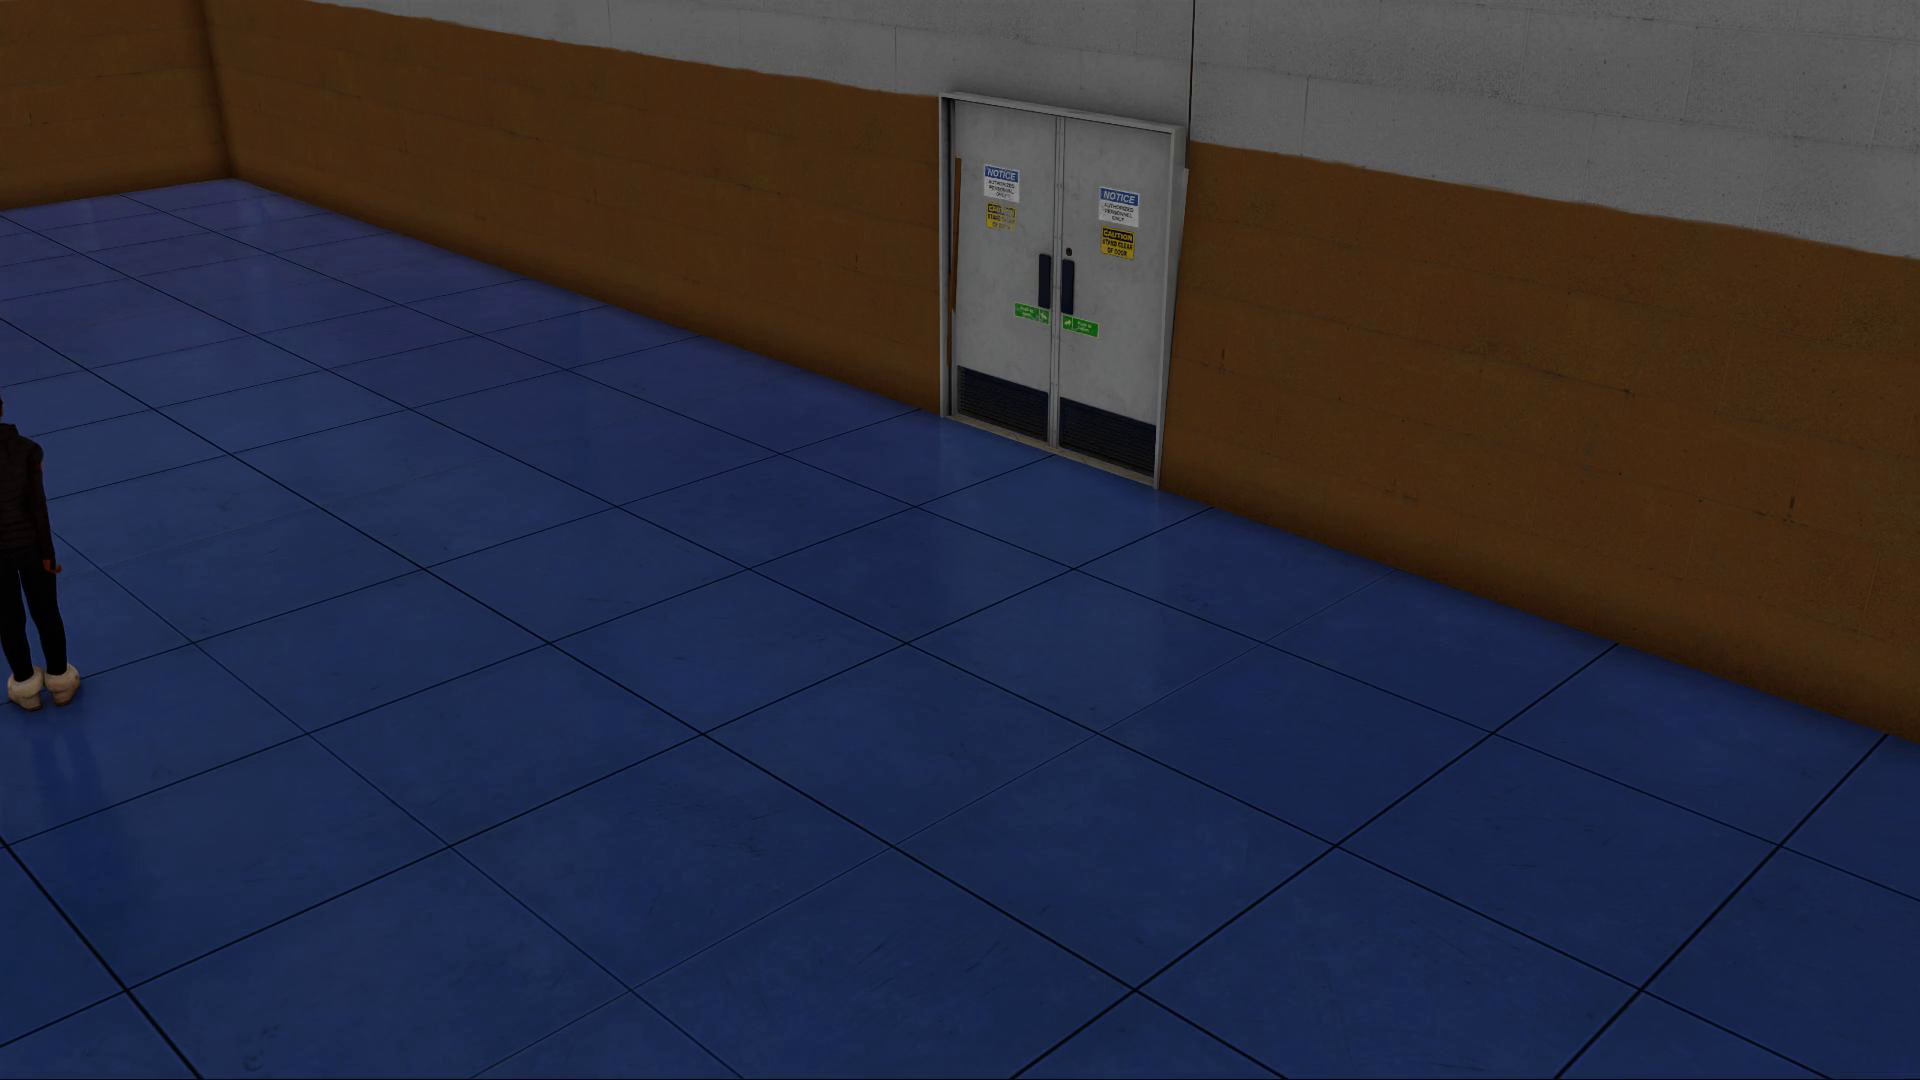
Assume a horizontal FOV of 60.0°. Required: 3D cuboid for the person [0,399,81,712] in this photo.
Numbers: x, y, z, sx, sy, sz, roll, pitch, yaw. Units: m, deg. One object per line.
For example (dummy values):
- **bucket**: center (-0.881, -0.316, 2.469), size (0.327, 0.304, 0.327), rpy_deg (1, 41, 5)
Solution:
- **person**: center (-4.463, 0.051, 7.842), size (0.670, 1.659, 0.602), rpy_deg (9, 25, 19)
